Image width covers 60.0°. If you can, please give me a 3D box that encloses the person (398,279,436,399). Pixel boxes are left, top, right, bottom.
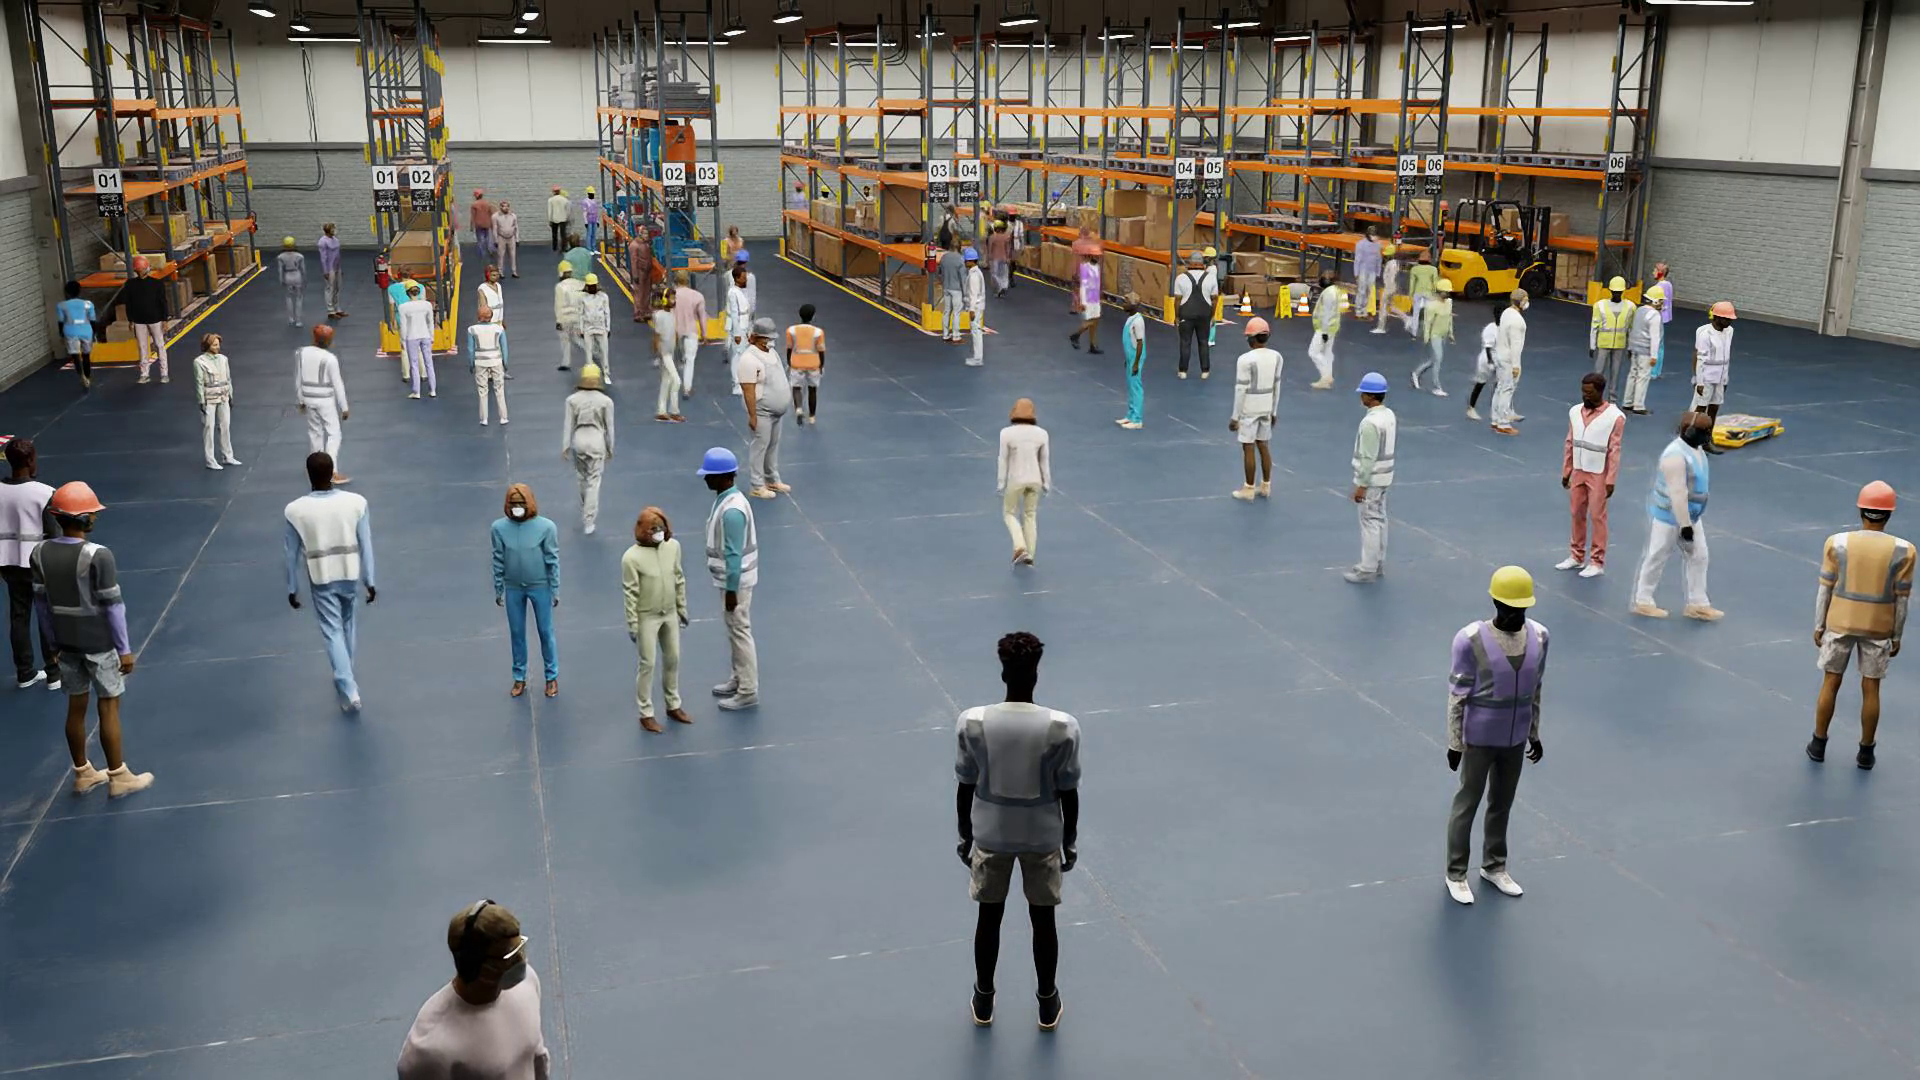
[{"bbox_3d":[-8.050,-2.976,24.672,0.522,1.765,0.317,-12,19,-38],"label":"person"}]

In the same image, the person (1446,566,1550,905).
[{"bbox_3d":[2.960,1.064,9.151,0.594,1.925,0.379,-5,16,-17],"label":"person"}]

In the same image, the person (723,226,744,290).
[{"bbox_3d":[-5.060,-6.208,37.155,0.534,1.593,0.872,-8,17,-27],"label":"person"}]

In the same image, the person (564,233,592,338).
[{"bbox_3d":[-7.102,-4.743,31.007,0.377,1.931,0.647,11,18,35],"label":"person"}]

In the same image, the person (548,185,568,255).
[{"bbox_3d":[-11.453,-9.121,47.425,0.628,1.950,0.876,-7,16,-25],"label":"person"}]

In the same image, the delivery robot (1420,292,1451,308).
[{"bbox_3d":[9.537,-4.778,33.584,0.707,0.478,0.477,-2,15,-6],"label":"delivery robot"}]

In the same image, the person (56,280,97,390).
[{"bbox_3d":[-13.465,-3.130,25.424,0.532,1.671,0.779,-11,18,-35],"label":"person"}]

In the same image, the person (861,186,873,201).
[{"bbox_3d":[-2.725,-9.543,49.204,0.503,1.861,0.327,9,17,29],"label":"person"}]

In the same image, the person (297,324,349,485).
[{"bbox_3d":[-7.352,-1.554,19.143,0.713,1.860,0.459,6,16,20],"label":"person"}]

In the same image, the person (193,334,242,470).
[{"bbox_3d":[-8.952,-1.665,19.992,0.313,1.634,0.514,6,16,21],"label":"person"}]

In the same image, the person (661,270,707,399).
[{"bbox_3d":[-4.108,-3.069,24.797,0.640,1.900,1.035,0,15,-1],"label":"person"}]

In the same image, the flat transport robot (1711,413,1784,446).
[{"bbox_3d":[10.195,-1.460,21.823,1.431,0.197,0.652,-13,20,-41],"label":"flat transport robot"}]

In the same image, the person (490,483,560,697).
[{"bbox_3d":[-3.211,0.368,12.347,0.500,1.627,0.278,0,15,1],"label":"person"}]

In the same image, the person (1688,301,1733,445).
[{"bbox_3d":[9.620,-2.130,21.313,0.500,1.861,0.329,-2,15,-9],"label":"person"}]

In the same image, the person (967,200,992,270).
[{"bbox_3d":[0.484,-7.860,42.979,0.702,1.801,0.603,0,15,-2],"label":"person"}]

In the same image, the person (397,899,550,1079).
[{"bbox_3d":[-1.532,2.059,5.409,0.374,1.932,0.627,5,16,20],"label":"person"}]

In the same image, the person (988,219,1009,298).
[{"bbox_3d":[0.873,-6.246,36.985,0.538,1.745,0.446,-8,17,-28],"label":"person"}]

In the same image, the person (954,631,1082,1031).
[{"bbox_3d":[0.274,1.383,7.903,0.603,1.957,0.386,2,15,8],"label":"person"}]

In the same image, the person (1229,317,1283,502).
[{"bbox_3d":[3.243,-1.439,18.354,0.620,2.040,0.390,-10,18,-32],"label":"person"}]

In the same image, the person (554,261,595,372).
[{"bbox_3d":[-6.289,-3.614,26.982,0.612,1.810,0.595,8,17,28],"label":"person"}]

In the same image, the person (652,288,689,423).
[{"bbox_3d":[-3.915,-2.520,22.782,0.672,1.847,0.564,4,15,14],"label":"person"}]

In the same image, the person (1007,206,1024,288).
[{"bbox_3d":[1.225,-6.966,39.413,0.550,1.913,0.866,-3,15,-11],"label":"person"}]

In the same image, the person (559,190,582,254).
[{"bbox_3d":[-11.217,-9.126,47.716,0.698,1.813,0.642,-3,15,-12],"label":"person"}]

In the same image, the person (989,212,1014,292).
[{"bbox_3d":[0.938,-6.689,38.565,0.632,1.813,0.840,-3,15,-12],"label":"person"}]

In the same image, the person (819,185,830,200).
[{"bbox_3d":[-3.915,-9.253,47.975,0.388,1.926,0.590,-2,15,-8],"label":"person"}]

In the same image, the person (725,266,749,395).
[{"bbox_3d":[-3.328,-3.154,25.040,0.392,1.919,0.591,1,15,3],"label":"person"}]

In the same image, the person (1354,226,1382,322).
[{"bbox_3d":[8.114,-5.298,33.118,0.669,1.919,0.405,-7,16,-24],"label":"person"}]

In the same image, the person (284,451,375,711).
[{"bbox_3d":[-4.587,0.289,12.177,0.601,1.879,0.970,-10,18,-33],"label":"person"}]

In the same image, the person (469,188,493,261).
[{"bbox_3d":[-13.145,-8.661,45.672,0.628,1.966,0.433,-13,20,-41],"label":"person"}]

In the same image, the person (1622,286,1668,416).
[{"bbox_3d":[9.649,-2.655,23.369,0.412,1.820,0.609,-1,15,-5],"label":"person"}]

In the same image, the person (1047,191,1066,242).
[{"bbox_3d":[2.583,-8.485,45.064,0.602,1.937,0.405,1,15,3],"label":"person"}]

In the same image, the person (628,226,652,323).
[{"bbox_3d":[-6.318,-5.290,33.131,0.401,1.899,0.647,5,16,18],"label":"person"}]

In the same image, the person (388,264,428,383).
[{"bbox_3d":[-8.628,-3.387,26.059,0.573,1.841,0.374,-6,16,-21],"label":"person"}]

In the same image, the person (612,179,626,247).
[{"bbox_3d":[-10.251,-9.839,50.055,0.610,1.991,0.389,13,20,41],"label":"person"}]

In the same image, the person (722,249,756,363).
[{"bbox_3d":[-3.665,-3.871,27.717,0.617,1.932,0.731,7,16,25],"label":"person"}]

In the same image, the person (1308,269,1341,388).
[{"bbox_3d":[5.578,-3.214,25.436,0.453,1.829,0.657,5,16,18],"label":"person"}]

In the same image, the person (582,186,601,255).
[{"bbox_3d":[-10.477,-9.085,47.338,0.370,1.925,0.595,7,16,24],"label":"person"}]

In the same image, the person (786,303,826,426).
[{"bbox_3d":[-2.081,-2.356,22.479,0.562,1.682,0.518,0,15,0],"label":"person"}]
